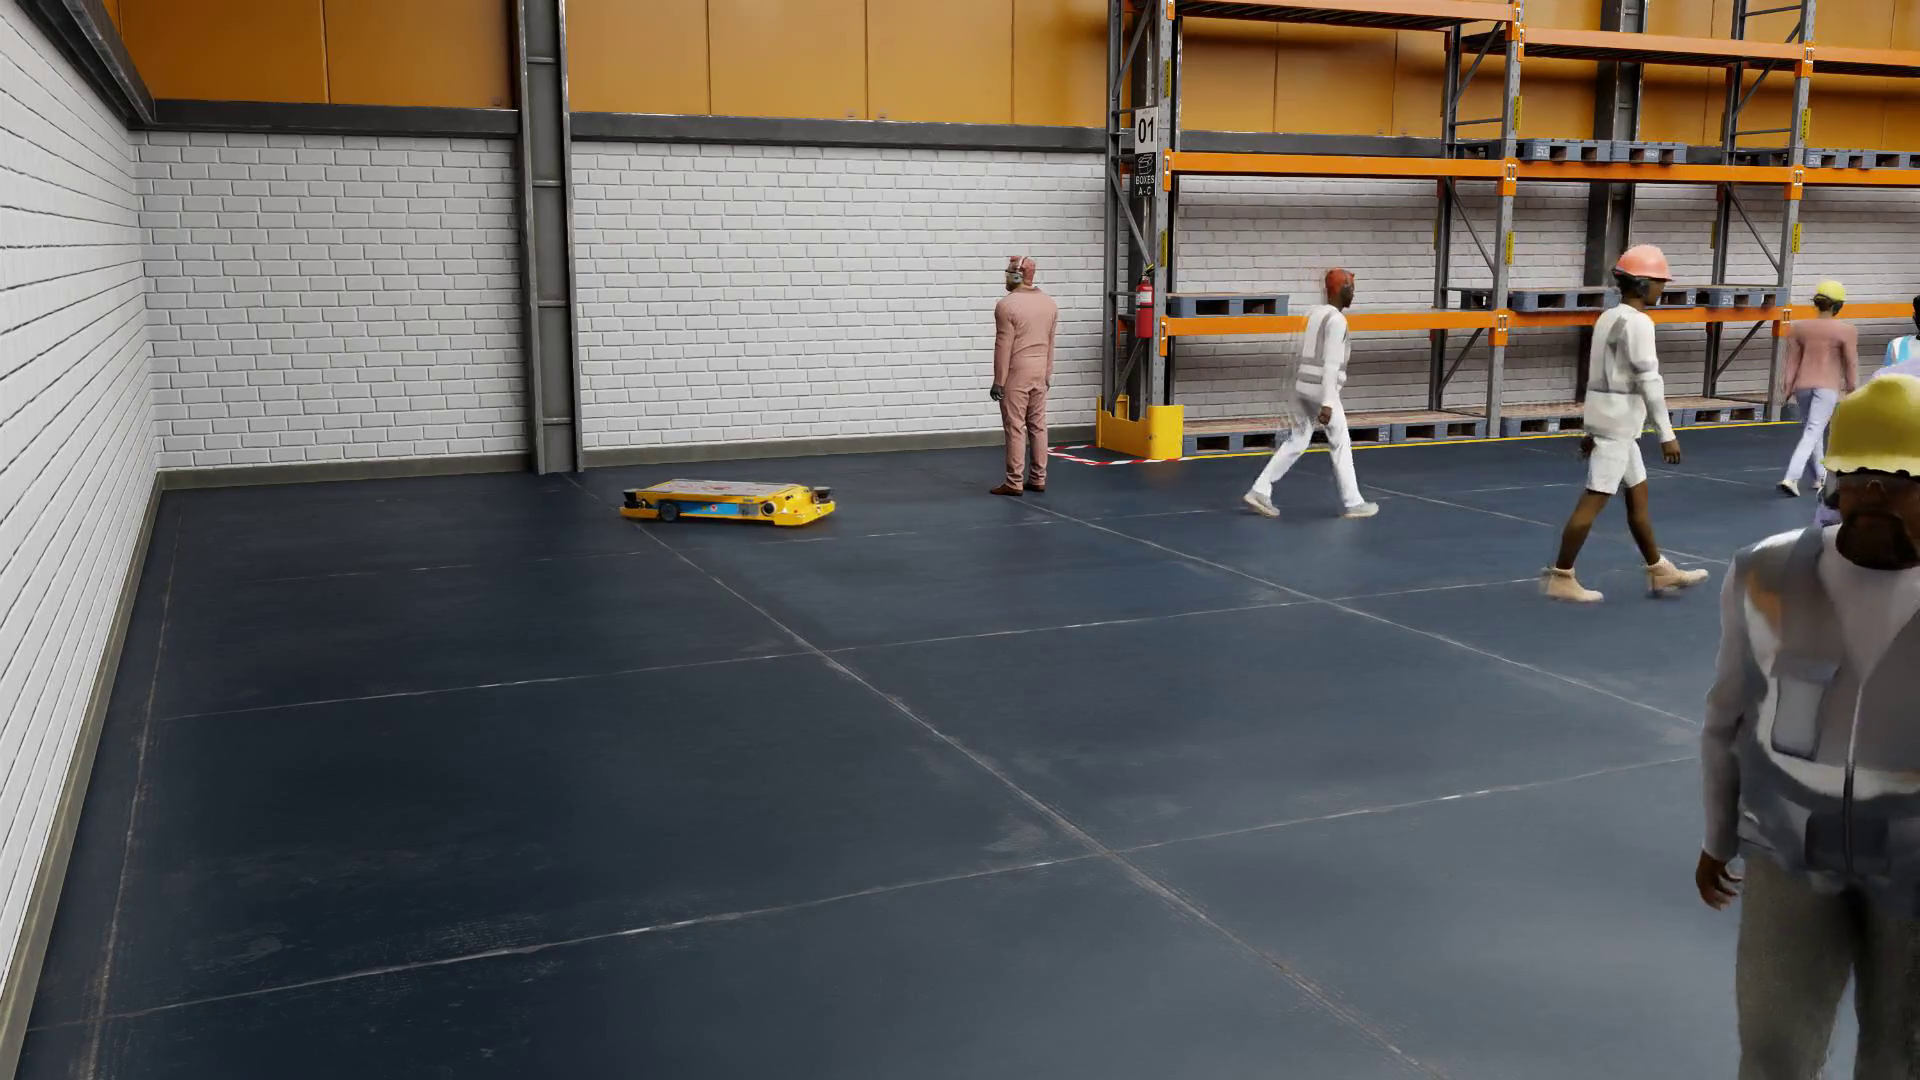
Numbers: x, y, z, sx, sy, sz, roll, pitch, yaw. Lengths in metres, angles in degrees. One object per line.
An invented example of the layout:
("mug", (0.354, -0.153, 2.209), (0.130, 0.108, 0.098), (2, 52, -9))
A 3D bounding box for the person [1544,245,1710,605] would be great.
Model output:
("person", (3.769, -0.616, 9.222), (1.011, 1.996, 0.635), (1, 10, 7))

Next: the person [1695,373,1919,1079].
("person", (1.658, 0.592, 3.071), (0.617, 1.781, 0.914), (7, 13, 35))

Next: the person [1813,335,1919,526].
("person", (3.461, 0.038, 5.922), (1.003, 1.881, 0.656), (-3, 11, -19))

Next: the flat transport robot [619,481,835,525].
("flat transport robot", (-1.702, -0.286, 12.183), (1.431, 0.197, 0.652), (3, 11, 16))

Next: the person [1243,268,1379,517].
("person", (2.589, -1.060, 12.172), (0.983, 1.839, 0.630), (-2, 10, -9))

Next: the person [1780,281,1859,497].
("person", (6.852, -1.206, 13.289), (0.943, 1.718, 0.532), (-7, 13, -35))

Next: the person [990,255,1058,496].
("person", (0.483, -1.308, 13.313), (0.409, 1.911, 0.650), (10, 14, 44))

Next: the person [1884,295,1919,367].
("person", (6.326, -0.786, 10.990), (0.318, 1.700, 0.535), (-8, 13, -38))
